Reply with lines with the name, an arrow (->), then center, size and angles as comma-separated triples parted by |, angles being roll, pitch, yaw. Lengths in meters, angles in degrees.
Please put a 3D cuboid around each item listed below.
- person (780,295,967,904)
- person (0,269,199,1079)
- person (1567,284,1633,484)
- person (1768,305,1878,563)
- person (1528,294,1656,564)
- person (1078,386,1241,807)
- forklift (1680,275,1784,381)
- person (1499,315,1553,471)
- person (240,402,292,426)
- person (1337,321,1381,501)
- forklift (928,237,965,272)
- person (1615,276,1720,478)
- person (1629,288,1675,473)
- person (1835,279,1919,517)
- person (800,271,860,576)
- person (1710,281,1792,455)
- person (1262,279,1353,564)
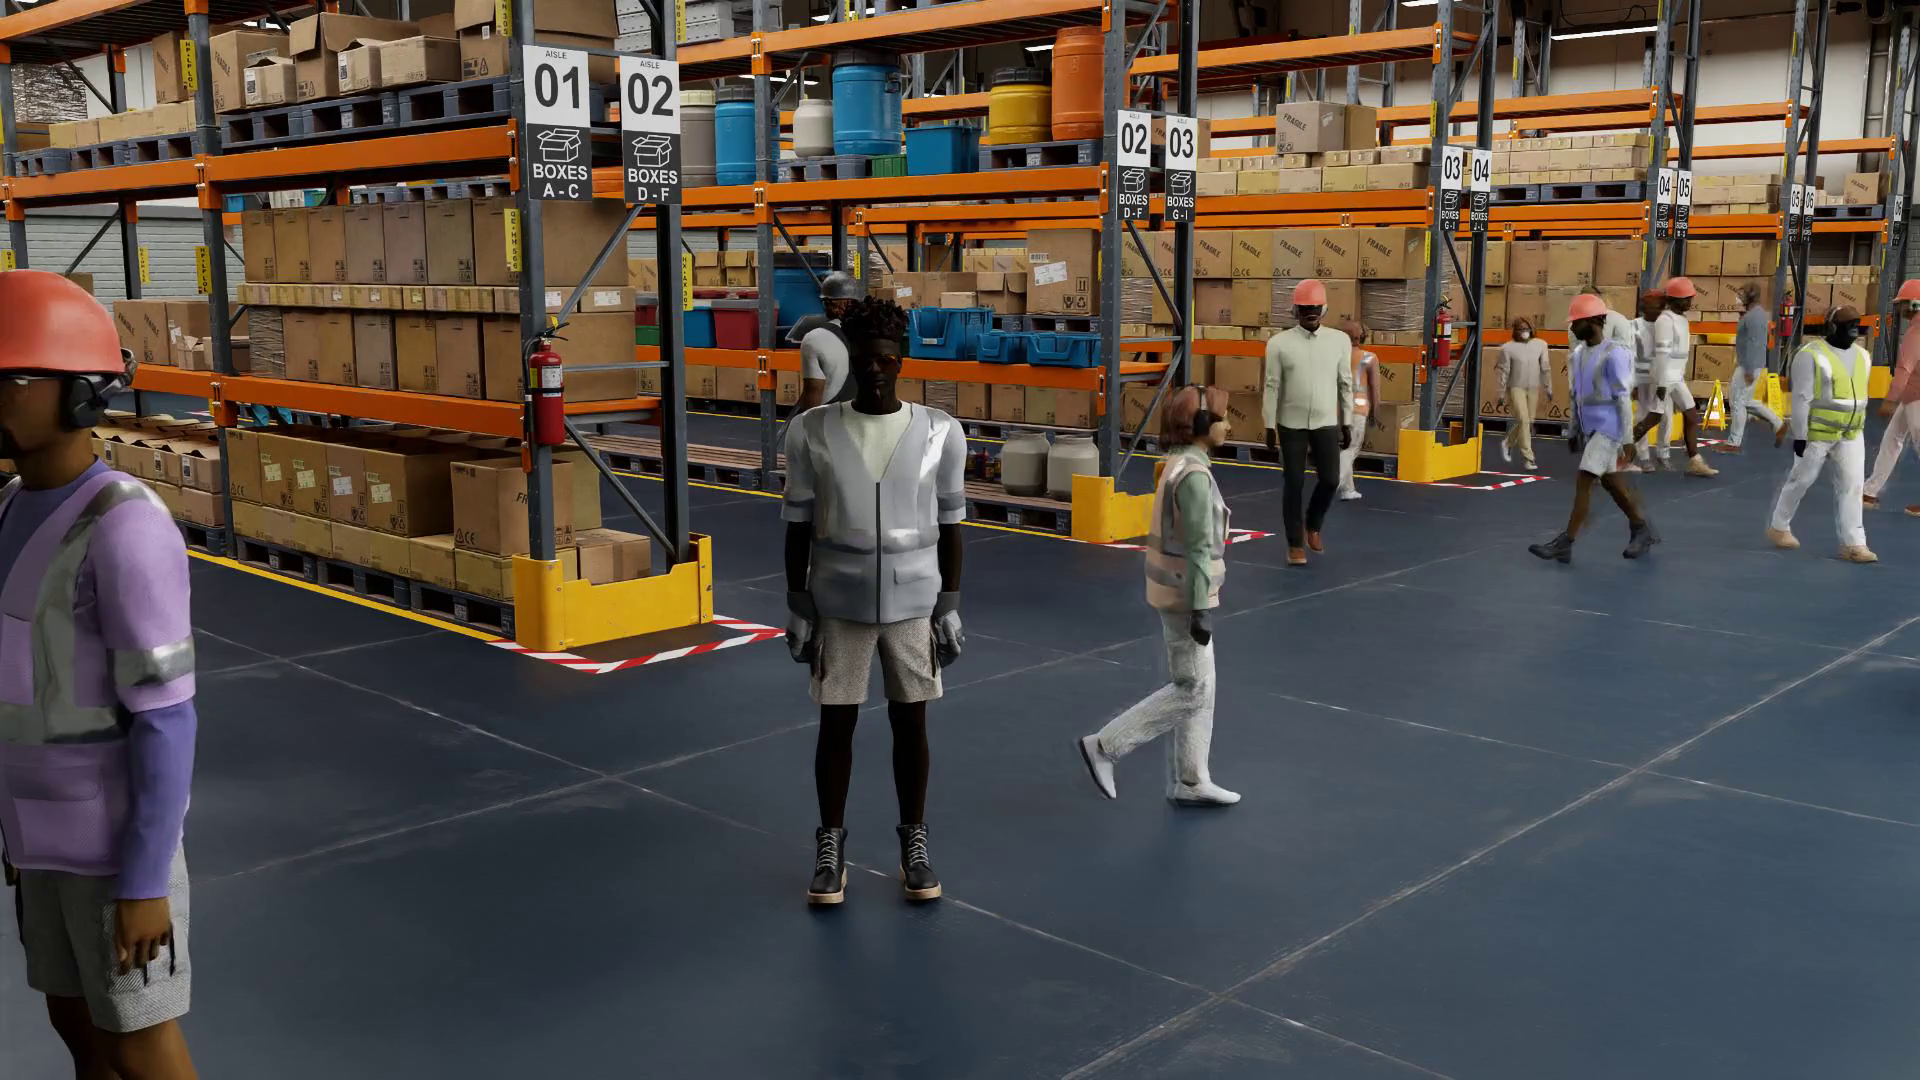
person -> -0.274, 0.199, 5.390 | 0.605, 1.966, 0.367 | -1, 9, -7
person -> -1.633, 0.535, 3.082 | 0.612, 2.048, 0.363 | 8, 12, 39
person -> 6.173, -1.498, 15.981 | 0.618, 1.904, 0.684 | -7, 12, -37
person -> 6.233, -0.788, 11.964 | 0.634, 1.801, 0.935 | -2, 9, -11
person -> 4.554, -0.781, 11.698 | 1.006, 1.883, 0.594 | -1, 9, -7
person -> 0.776, 0.229, 6.251 | 0.545, 1.618, 0.518 | 1, 9, 5
forklift -> 12.480, -3.427, 27.053 | 1.214, 2.155, 2.313 | 9, 13, 43
person -> 5.807, -1.544, 17.211 | 0.533, 1.587, 0.762 | -1, 9, -9
person -> -6.734, -1.499, 16.178 | 0.564, 1.842, 0.391 | -6, 11, -33
person -> 3.364, -1.104, 14.503 | 0.529, 1.603, 0.773 | 9, 13, 44
forklift -> -0.326, -5.817, 39.609 | 1.129, 2.768, 1.873 | 9, 13, 43
person -> 7.056, -1.624, 16.552 | 0.941, 1.986, 0.647 | 8, 12, 41
person -> 6.947, -1.594, 16.706 | 0.611, 1.856, 0.567 | 1, 9, 3
person -> 7.849, -1.188, 13.904 | 0.953, 1.949, 0.637 | 7, 12, 36
person -> -0.802, -0.738, 11.039 | 0.676, 2.000, 0.536 | -7, 12, -36
person -> 8.842, -1.902, 18.451 | 0.738, 1.921, 0.635 | 4, 10, 24
person -> 2.411, -0.815, 11.558 | 0.642, 1.978, 0.432 | 0, 9, -1
